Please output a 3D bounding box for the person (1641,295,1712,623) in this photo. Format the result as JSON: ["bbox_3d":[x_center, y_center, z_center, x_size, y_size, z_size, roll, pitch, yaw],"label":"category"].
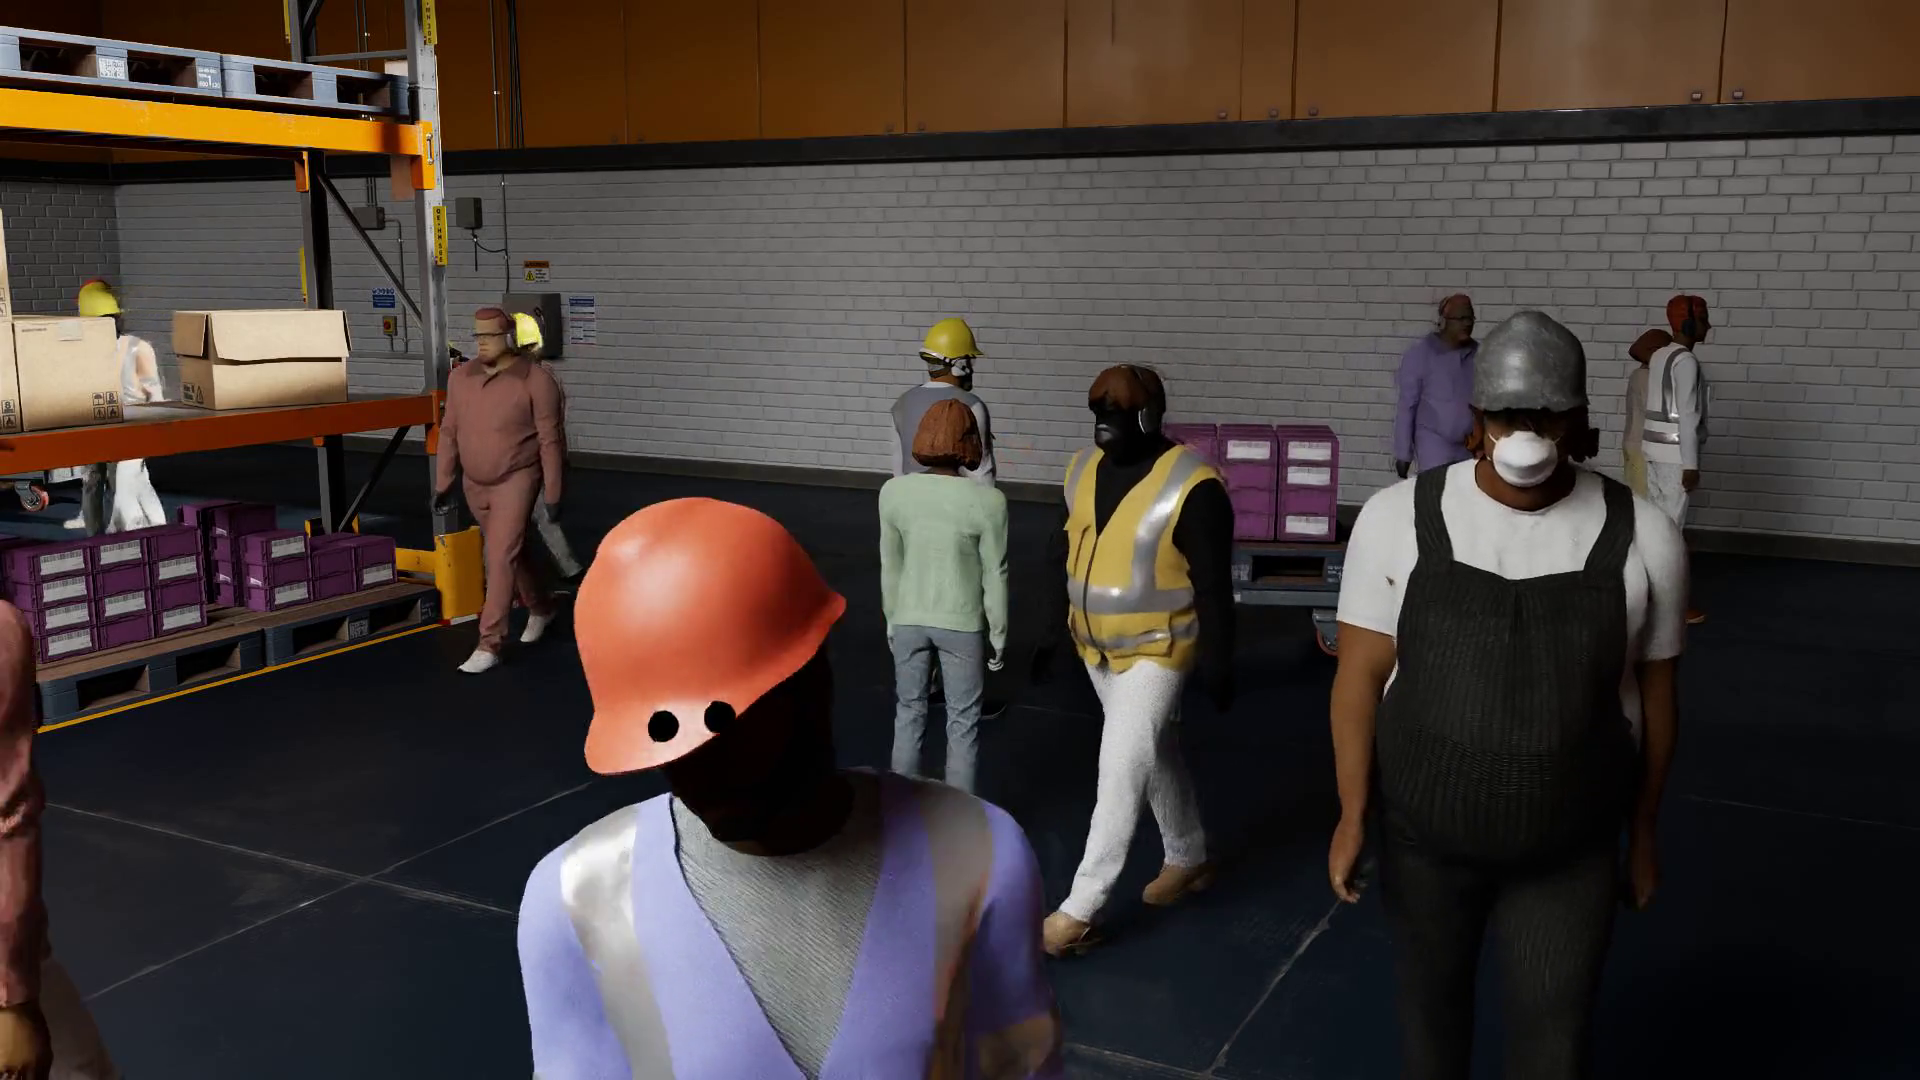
[{"bbox_3d":[4.150,-0.471,9.657,0.354,1.883,0.572,1,10,4],"label":"person"}]

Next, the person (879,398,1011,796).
[{"bbox_3d":[-0.055,0.318,5.842,0.494,1.624,0.284,4,11,22],"label":"person"}]

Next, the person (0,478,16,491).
[{"bbox_3d":[-8.747,-1.353,14.875,0.342,1.845,0.506,-10,14,-44],"label":"person"}]

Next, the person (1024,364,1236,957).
[{"bbox_3d":[0.515,0.349,5.197,0.936,1.789,0.612,-7,12,-36],"label":"person"}]

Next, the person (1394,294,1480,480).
[{"bbox_3d":[3.046,-0.545,10.121,0.667,1.861,0.944,-4,10,-20],"label":"person"}]

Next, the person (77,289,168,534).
[{"bbox_3d":[-5.714,-0.743,11.249,0.598,1.871,0.971,3,10,19],"label":"person"}]

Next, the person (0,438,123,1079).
[{"bbox_3d":[-1.684,0.659,2.896,0.642,1.956,0.898,4,10,20],"label":"person"}]

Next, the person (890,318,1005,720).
[{"bbox_3d":[-0.041,-0.090,7.594,0.403,1.835,0.586,-9,13,-43],"label":"person"}]

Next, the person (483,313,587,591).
[{"bbox_3d":[-2.707,-0.550,10.498,0.950,1.757,0.617,3,10,17],"label":"person"}]

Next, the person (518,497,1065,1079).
[{"bbox_3d":[-0.079,0.883,1.807,0.731,1.899,0.414,-2,10,-14],"label":"person"}]

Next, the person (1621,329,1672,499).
[{"bbox_3d":[4.502,-0.568,10.938,0.279,1.633,0.498,1,10,7],"label":"person"}]

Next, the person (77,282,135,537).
[{"bbox_3d":[-5.856,-0.796,11.413,0.585,1.928,0.365,3,10,15],"label":"person"}]

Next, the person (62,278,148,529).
[{"bbox_3d":[-6.555,-1.025,12.725,0.560,1.943,0.665,-8,13,-38],"label":"person"}]

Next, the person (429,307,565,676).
[{"bbox_3d":[-2.388,-0.297,8.745,0.632,1.859,1.026,4,11,22],"label":"person"}]
